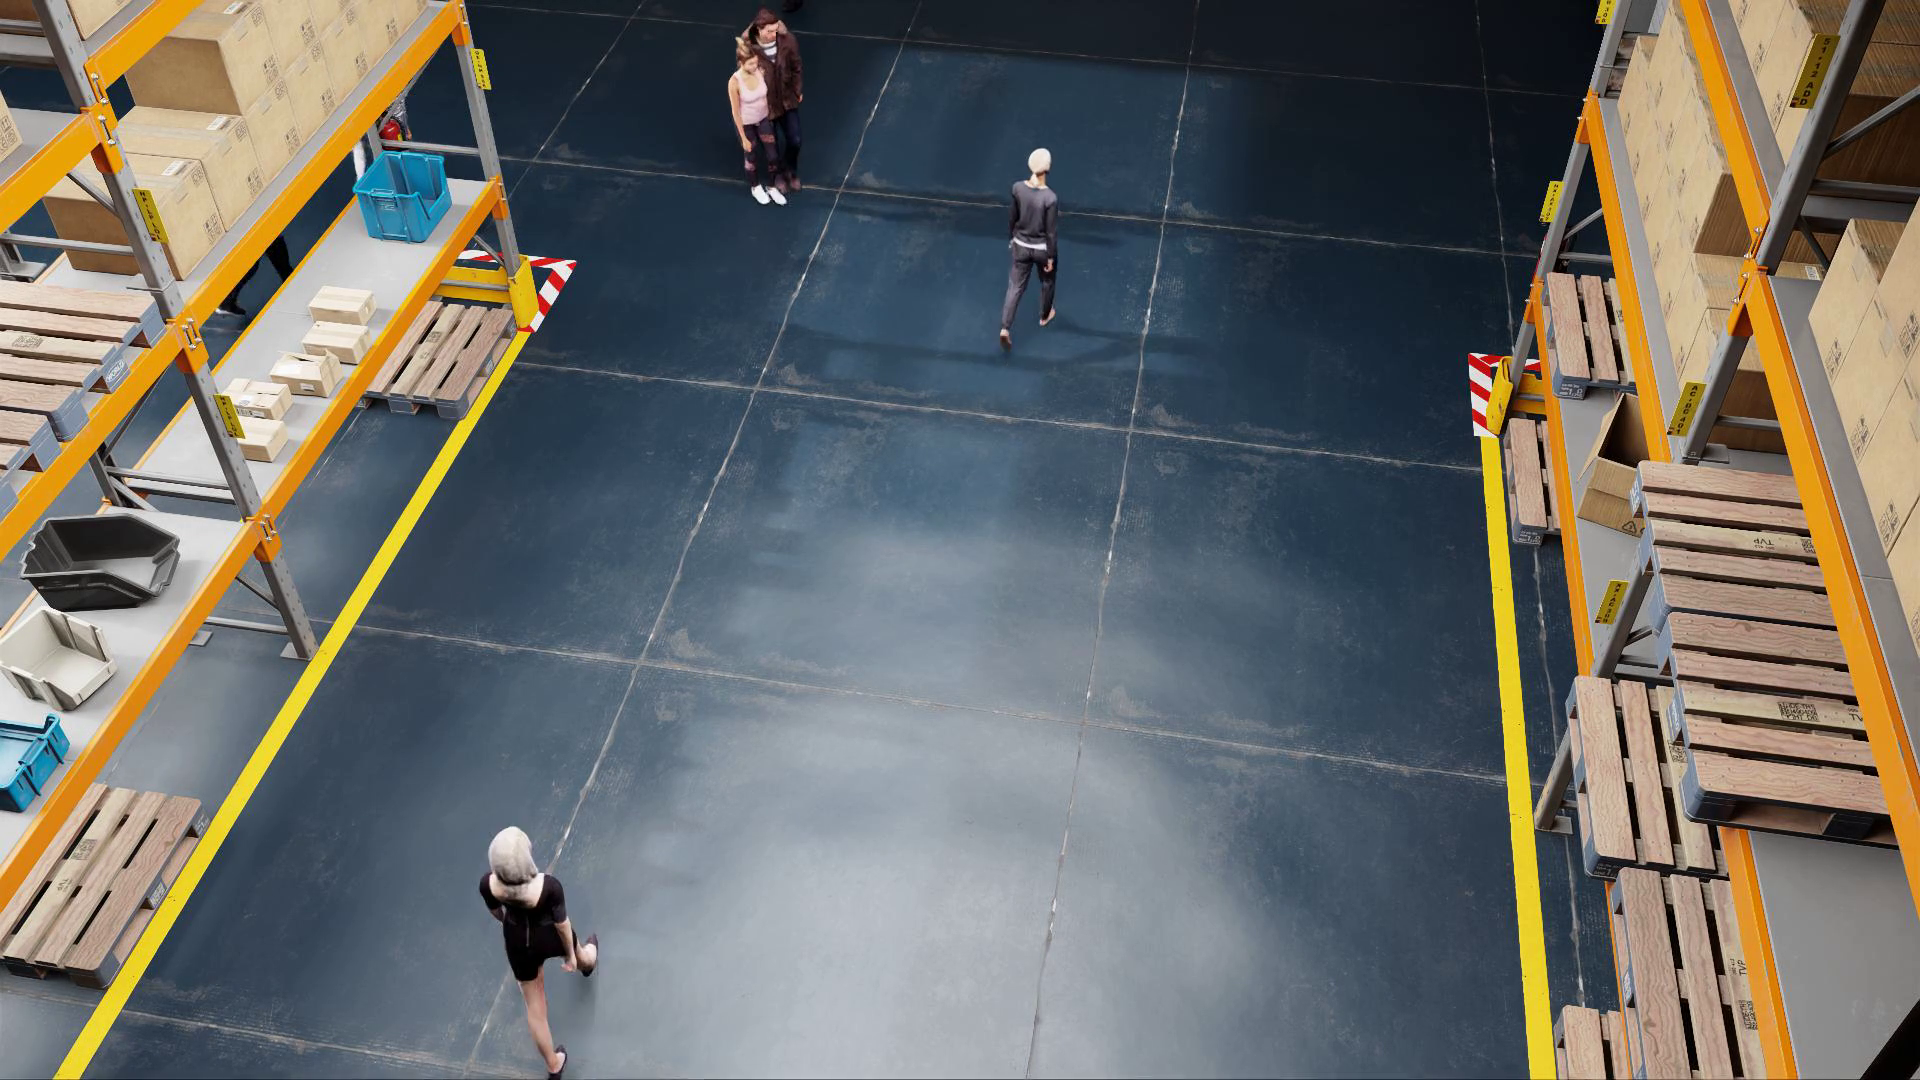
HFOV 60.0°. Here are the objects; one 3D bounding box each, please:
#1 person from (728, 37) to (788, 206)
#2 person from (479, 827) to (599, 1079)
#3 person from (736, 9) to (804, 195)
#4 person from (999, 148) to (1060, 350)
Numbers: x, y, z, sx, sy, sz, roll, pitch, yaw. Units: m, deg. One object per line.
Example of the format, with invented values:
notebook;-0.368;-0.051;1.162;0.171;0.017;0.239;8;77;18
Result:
person;-1.890;-3.744;14.762;0.735;1.649;0.796;-30;51;-27
person;-2.167;2.150;8.472;0.762;1.792;1.156;-3;44;-3
person;-1.696;-3.965;14.868;0.881;1.824;0.886;-15;46;-15
person;0.546;-2.292;13.205;0.762;1.694;1.081;17;46;17
